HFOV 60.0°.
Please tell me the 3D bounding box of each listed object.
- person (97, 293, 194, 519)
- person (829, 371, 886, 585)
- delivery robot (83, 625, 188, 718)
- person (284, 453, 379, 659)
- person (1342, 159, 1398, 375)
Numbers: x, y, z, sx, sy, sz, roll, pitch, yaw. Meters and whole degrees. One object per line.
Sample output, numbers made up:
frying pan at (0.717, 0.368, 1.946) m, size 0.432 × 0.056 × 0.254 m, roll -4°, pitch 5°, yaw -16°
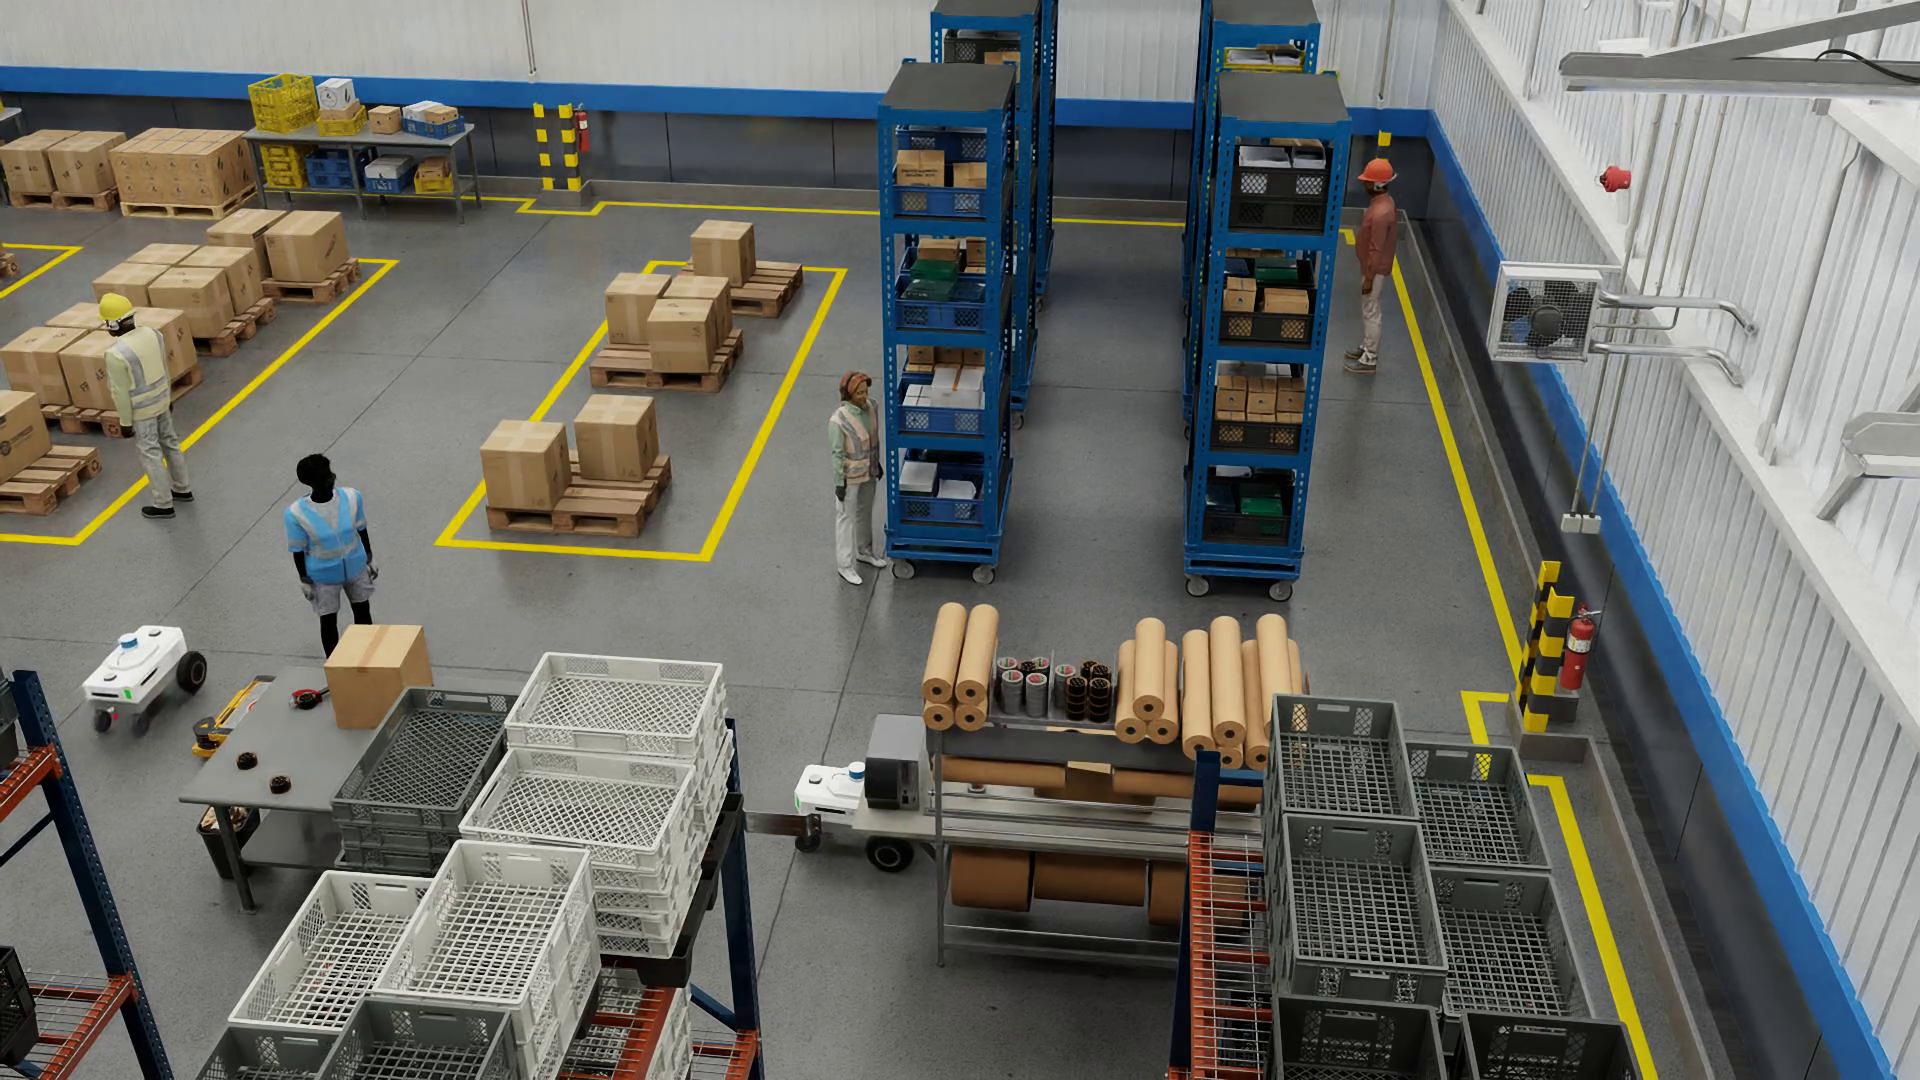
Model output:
person at (-6.341, -1.047, 12.915) m, size 0.403 × 1.825 × 0.588 m, roll 5°, pitch 31°, yaw 8°
person at (-0.746, -0.475, 12.110) m, size 0.307 × 1.639 × 0.525 m, roll 19°, pitch 35°, yaw 29°
delivery robot at (-5.367, 0.836, 10.841) m, size 0.477 × 0.478 × 0.707 m, roll 4°, pitch 31°, yaw 7°
person at (-4.076, 0.200, 10.889) m, size 0.541 × 1.700 × 0.315 m, roll -24°, pitch 38°, yaw -35°
person at (3.772, -2.522, 15.293) m, size 0.409 × 1.986 × 0.618 m, roll 7°, pitch 31°, yaw 12°
